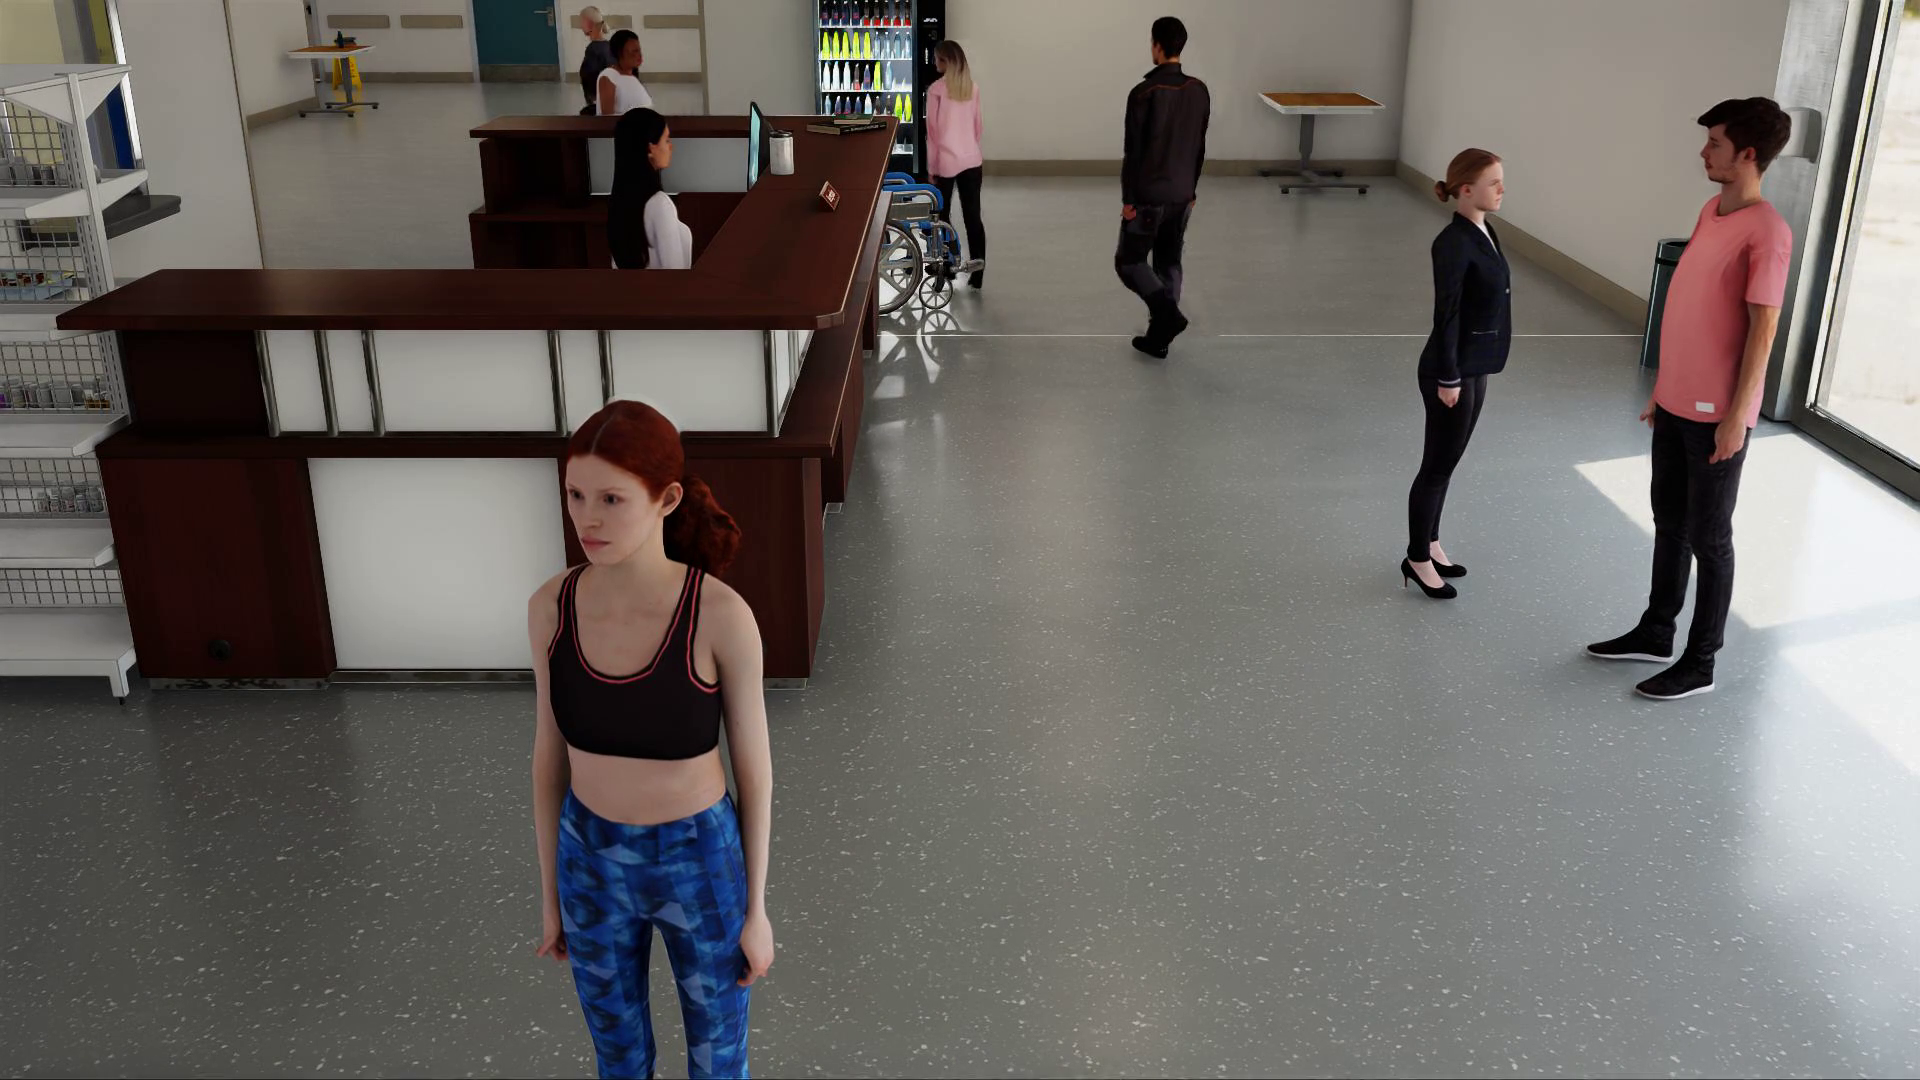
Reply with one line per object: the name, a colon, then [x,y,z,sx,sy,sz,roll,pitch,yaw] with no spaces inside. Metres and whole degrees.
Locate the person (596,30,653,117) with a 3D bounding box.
person: [-2.508,-2.892,12.283,0.702,1.677,0.728,4,21,10]

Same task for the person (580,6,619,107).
person: [-3.047,-3.769,14.551,0.786,1.711,0.759,8,22,20]

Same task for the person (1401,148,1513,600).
person: [1.859,-0.622,6.277,0.714,1.684,0.708,10,23,26]

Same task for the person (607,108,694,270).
person: [-1.184,-0.742,6.421,0.724,1.808,0.690,-16,26,-36]

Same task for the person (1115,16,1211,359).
person: [1.194,-1.969,9.482,0.911,1.935,0.971,-12,24,-29]

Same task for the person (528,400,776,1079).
person: [-0.512,0.628,2.838,0.561,1.784,0.684,5,21,12]

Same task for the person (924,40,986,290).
person: [0.004,-2.523,11.333,0.965,1.659,0.936,-8,22,-20]

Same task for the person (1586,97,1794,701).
person: [2.448,-0.444,5.418,0.584,1.961,0.656,-2,21,-6]
